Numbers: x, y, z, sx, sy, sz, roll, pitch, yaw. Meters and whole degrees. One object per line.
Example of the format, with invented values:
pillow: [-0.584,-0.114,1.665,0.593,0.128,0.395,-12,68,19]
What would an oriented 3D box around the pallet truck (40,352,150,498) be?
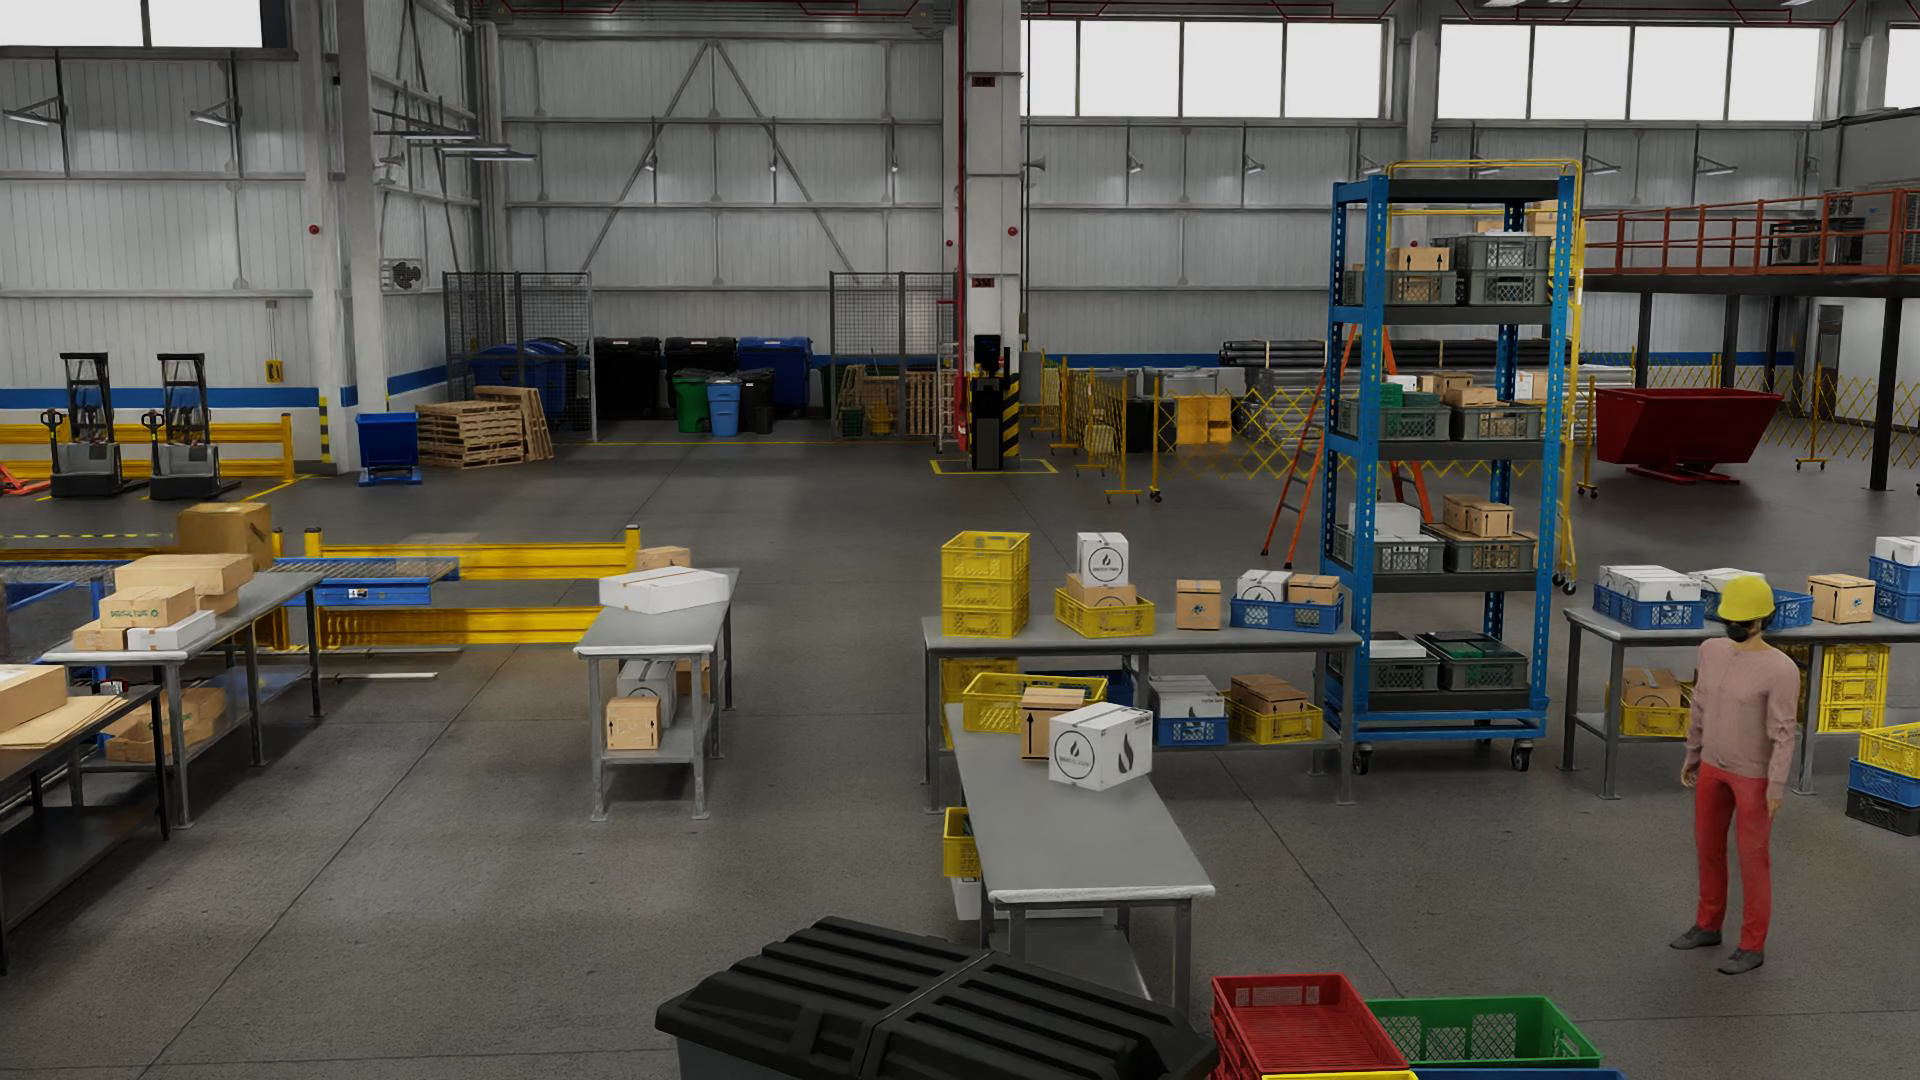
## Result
pallet truck: [-11.907,-1.642,23.165,0.823,1.965,1.885,0,9,0]

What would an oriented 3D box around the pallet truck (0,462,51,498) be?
pallet truck: [-13.193,-1.293,23.148,0.653,1.274,1.630,-1,9,-4]

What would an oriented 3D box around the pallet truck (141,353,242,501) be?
pallet truck: [-10.520,-1.604,22.925,0.823,1.965,1.885,-1,9,-6]

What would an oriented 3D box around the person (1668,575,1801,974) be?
person: [3.386,1.010,7.269,0.343,1.755,0.537,-4,10,-22]
